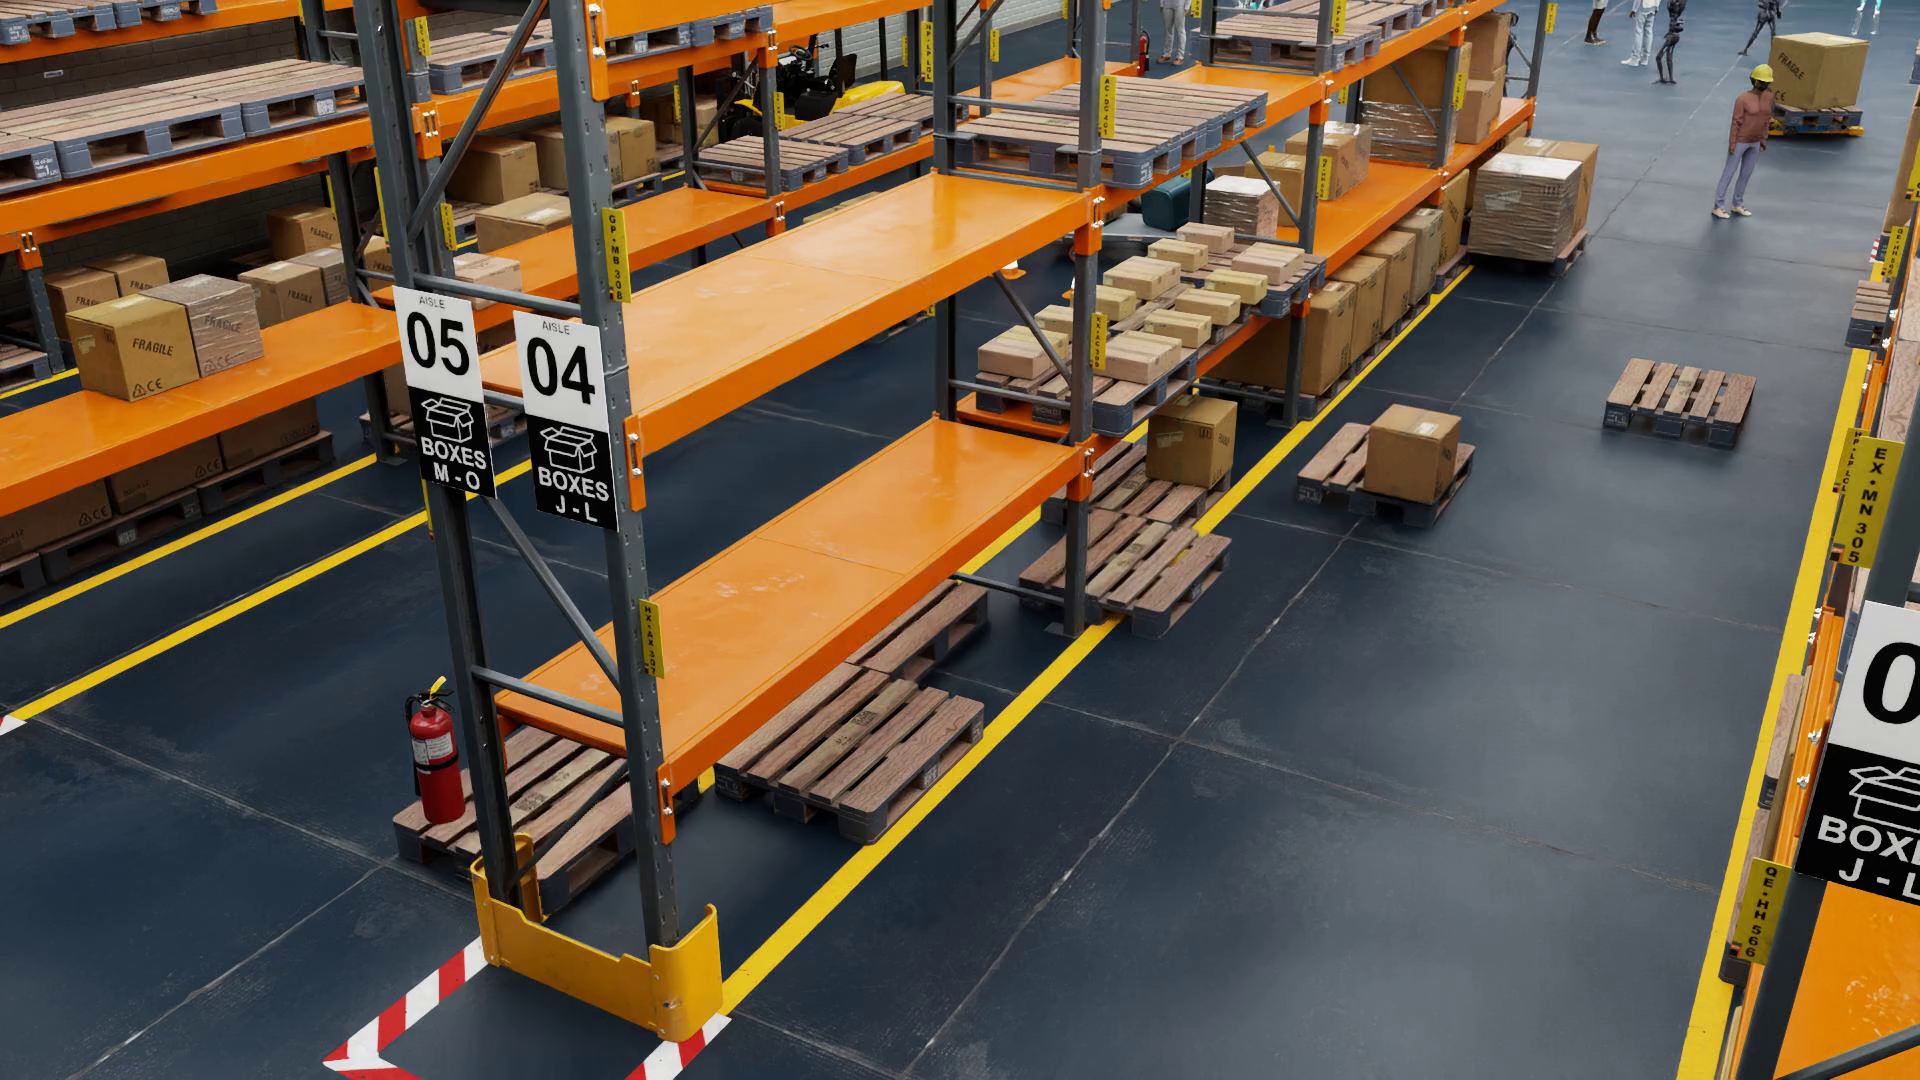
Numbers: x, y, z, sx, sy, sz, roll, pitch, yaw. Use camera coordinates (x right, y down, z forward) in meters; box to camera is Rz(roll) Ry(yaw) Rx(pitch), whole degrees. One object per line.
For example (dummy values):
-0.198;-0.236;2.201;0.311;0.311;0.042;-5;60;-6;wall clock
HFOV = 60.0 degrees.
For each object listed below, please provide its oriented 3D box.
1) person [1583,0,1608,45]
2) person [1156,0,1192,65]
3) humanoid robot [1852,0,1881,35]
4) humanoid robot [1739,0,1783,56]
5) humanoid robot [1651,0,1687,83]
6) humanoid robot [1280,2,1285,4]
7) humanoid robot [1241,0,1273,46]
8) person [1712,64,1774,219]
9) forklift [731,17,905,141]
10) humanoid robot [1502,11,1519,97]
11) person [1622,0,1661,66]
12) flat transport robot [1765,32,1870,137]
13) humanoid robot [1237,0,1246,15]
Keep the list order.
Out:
11.687;-10.001;30.186;0.384;1.956;0.605;18;31;33;person
3.661;-9.096;28.319;0.637;1.937;0.358;22;33;38;person
17.166;-10.337;31.178;0.530;1.800;0.800;12;28;24;humanoid robot
14.126;-9.252;28.988;0.595;1.629;0.759;-21;33;-37;humanoid robot
11.430;-8.159;26.672;0.397;1.640;0.601;9;27;18;humanoid robot
4.683;-7.056;24.396;0.587;1.631;0.595;18;31;33;humanoid robot
5.119;-9.255;28.885;0.540;1.772;0.765;16;30;29;humanoid robot
9.078;-4.584;19.159;0.515;1.759;0.343;-9;27;-18;person
-1.819;-5.975;21.543;2.313;2.155;1.214;14;29;26;forklift
7.638;-6.700;23.715;0.769;1.646;0.590;4;26;9;humanoid robot
11.652;-9.047;28.241;0.597;1.917;0.379;-13;28;-24;person
11.974;-5.893;23.586;1.431;0.231;0.659;0;26;0;flat transport robot
5.622;-10.803;32.074;0.545;1.758;0.749;-19;32;-35;humanoid robot
